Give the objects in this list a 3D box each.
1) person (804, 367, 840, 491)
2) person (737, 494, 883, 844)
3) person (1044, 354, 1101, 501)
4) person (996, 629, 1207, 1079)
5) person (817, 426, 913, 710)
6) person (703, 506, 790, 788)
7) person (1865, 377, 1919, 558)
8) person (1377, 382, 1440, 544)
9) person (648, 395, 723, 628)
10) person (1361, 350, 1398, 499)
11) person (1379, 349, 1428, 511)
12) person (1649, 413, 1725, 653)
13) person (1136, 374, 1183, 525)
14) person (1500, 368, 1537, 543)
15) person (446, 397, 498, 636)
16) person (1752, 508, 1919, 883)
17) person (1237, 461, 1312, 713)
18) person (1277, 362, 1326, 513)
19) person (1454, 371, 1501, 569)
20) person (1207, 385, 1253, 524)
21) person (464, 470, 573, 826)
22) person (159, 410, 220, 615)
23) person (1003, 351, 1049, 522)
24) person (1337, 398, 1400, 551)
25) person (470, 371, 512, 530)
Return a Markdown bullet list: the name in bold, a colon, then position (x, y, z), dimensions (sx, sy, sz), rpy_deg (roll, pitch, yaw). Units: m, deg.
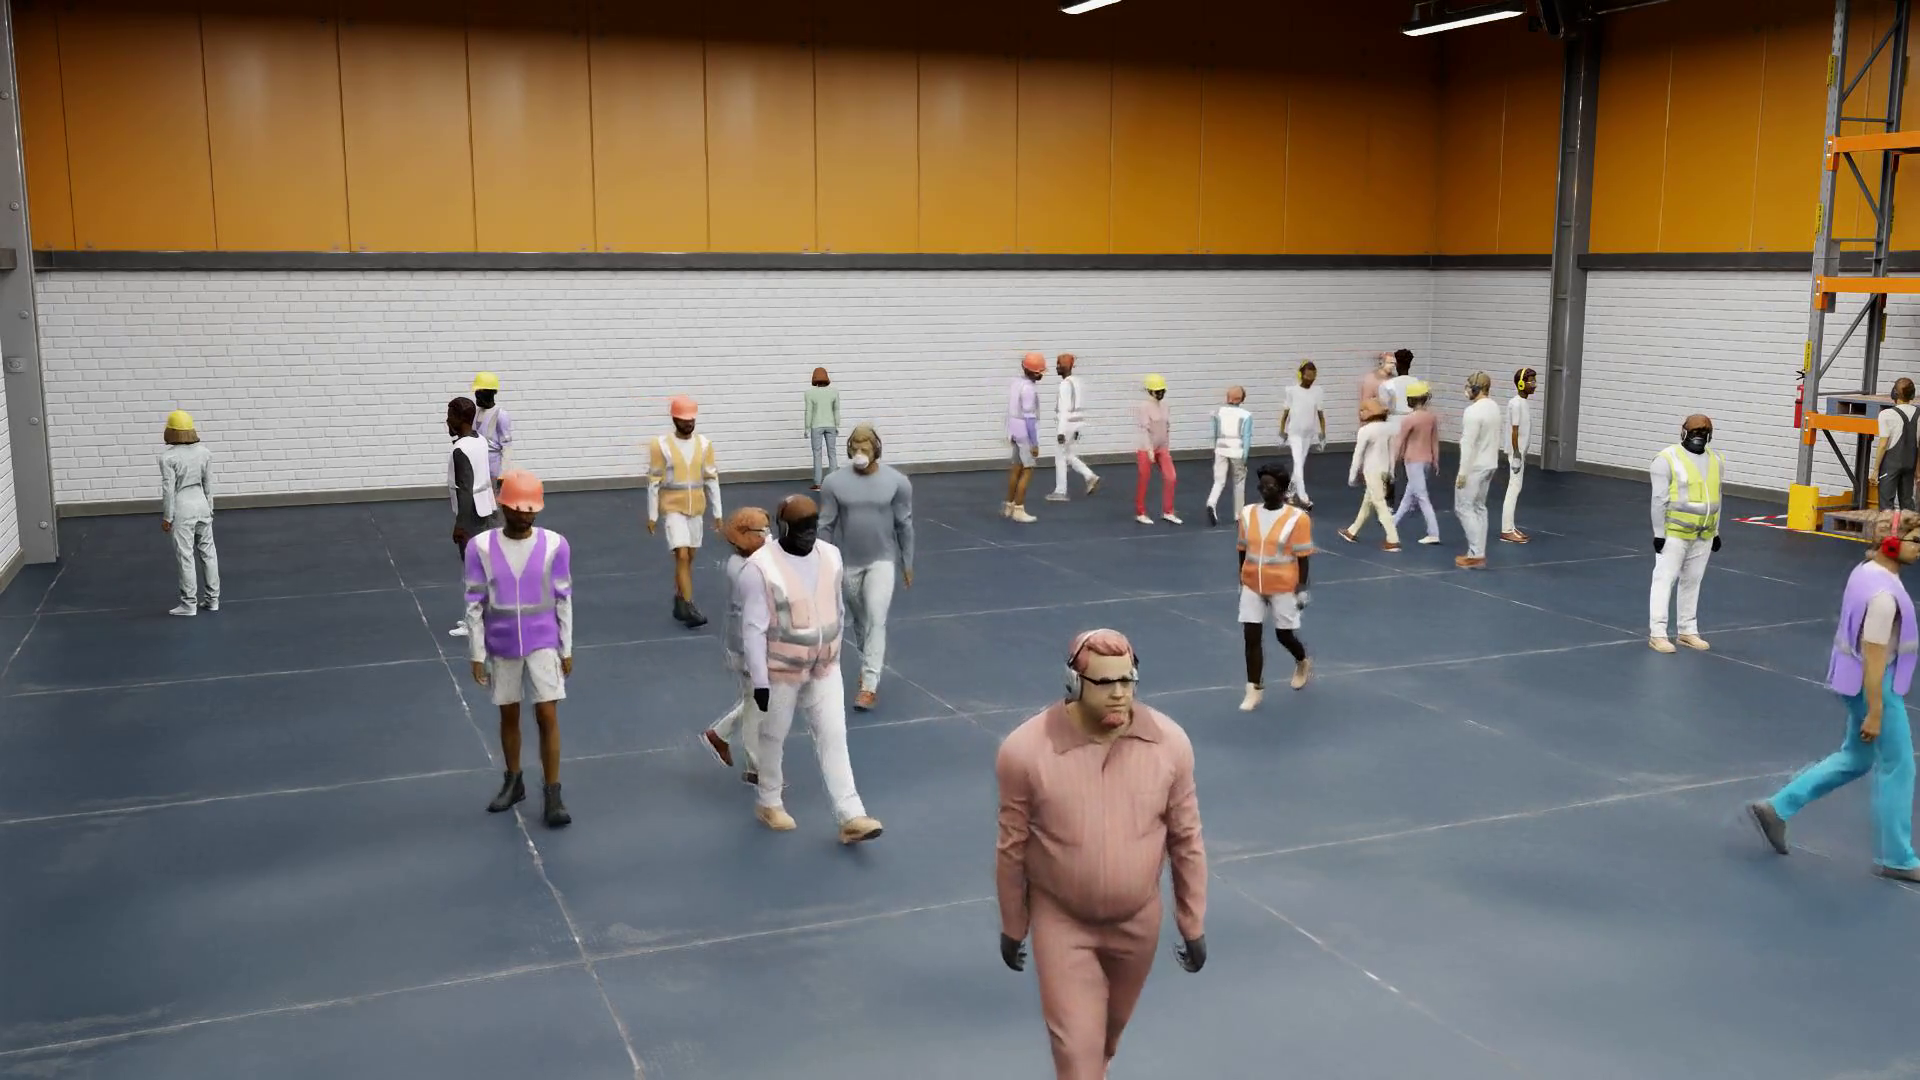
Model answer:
- **person**: position (-1.817, -1.463, 21.936), dimensions (0.498, 1.633, 0.278), rpy_deg (-4, 10, -25)
- **person**: position (-0.782, 0.673, 8.480), dimensions (0.659, 1.795, 0.937), rpy_deg (-7, 12, -36)
- **person**: position (1.399, -1.410, 20.925), dimensions (0.598, 1.871, 0.580), rpy_deg (3, 10, 18)
- **person**: position (0.440, 1.169, 5.326), dimensions (0.657, 1.863, 0.994), rpy_deg (-2, 10, -11)
- **person**: position (-0.655, 0.157, 11.380), dimensions (0.655, 1.885, 1.041), rpy_deg (1, 9, 8)
- **person**: position (-1.219, 0.607, 9.434), dimensions (0.467, 1.620, 0.504), rpy_deg (2, 10, 12)
- **person**: position (9.438, -0.713, 16.754), dimensions (0.517, 1.844, 0.332), rpy_deg (-1, 9, -4)
- **person**: position (4.845, -0.836, 17.867), dimensions (0.537, 1.713, 0.938), rpy_deg (-7, 12, -37)
- **person**: position (-2.202, -0.226, 13.620), dimensions (0.576, 1.899, 0.906), rpy_deg (-6, 11, -33)
- **person**: position (5.374, -1.470, 21.197), dimensions (0.674, 1.887, 0.455), rpy_deg (-7, 11, -35)
- **person**: position (5.336, -1.327, 20.107), dimensions (0.604, 1.966, 0.367), rpy_deg (-1, 9, -4)
- **person**: position (5.597, -0.055, 12.789), dimensions (0.624, 1.841, 0.430), rpy_deg (-3, 10, -16)
- **person**: position (2.257, -1.015, 18.933), dimensions (0.533, 1.730, 0.687), rpy_deg (-7, 12, -38)
- **person**: position (6.021, -0.913, 17.891), dimensions (0.311, 1.869, 0.533), rpy_deg (4, 10, 23)
- **person**: position (-3.936, -0.193, 13.379), dimensions (0.392, 1.920, 0.591), rpy_deg (-1, 9, -4)
- **person**: position (4.370, 0.735, 8.042), dimensions (0.808, 1.822, 0.572), rpy_deg (3, 10, 19)
- **person**: position (2.125, 0.294, 11.175), dimensions (0.539, 1.676, 0.695), rpy_deg (7, 11, 35)
- **person**: position (4.140, -1.238, 20.065), dimensions (0.534, 1.802, 1.009), rpy_deg (-2, 10, -11)
- **person**: position (5.059, -0.680, 16.283), dimensions (0.399, 1.931, 0.659), rpy_deg (7, 12, 36)
- **person**: position (3.085, -0.973, 19.062), dimensions (0.490, 1.602, 0.771), rpy_deg (5, 11, 27)
- **person**: position (-2.341, 0.568, 8.873), dimensions (0.560, 1.903, 0.661), rpy_deg (-2, 10, -12)
- **person**: position (-6.568, -0.232, 14.141), dimensions (0.290, 1.746, 0.486), rpy_deg (5, 10, 26)
- **person**: position (0.749, -1.200, 19.280), dimensions (0.496, 1.988, 0.779), rpy_deg (-1, 9, -8)
- **person**: position (4.300, -0.696, 17.424), dimensions (0.513, 1.574, 0.890), rpy_deg (-7, 12, -38)
- **person**: position (-4.622, -0.694, 16.380), dimensions (0.587, 1.930, 0.355), rpy_deg (9, 13, 43)
